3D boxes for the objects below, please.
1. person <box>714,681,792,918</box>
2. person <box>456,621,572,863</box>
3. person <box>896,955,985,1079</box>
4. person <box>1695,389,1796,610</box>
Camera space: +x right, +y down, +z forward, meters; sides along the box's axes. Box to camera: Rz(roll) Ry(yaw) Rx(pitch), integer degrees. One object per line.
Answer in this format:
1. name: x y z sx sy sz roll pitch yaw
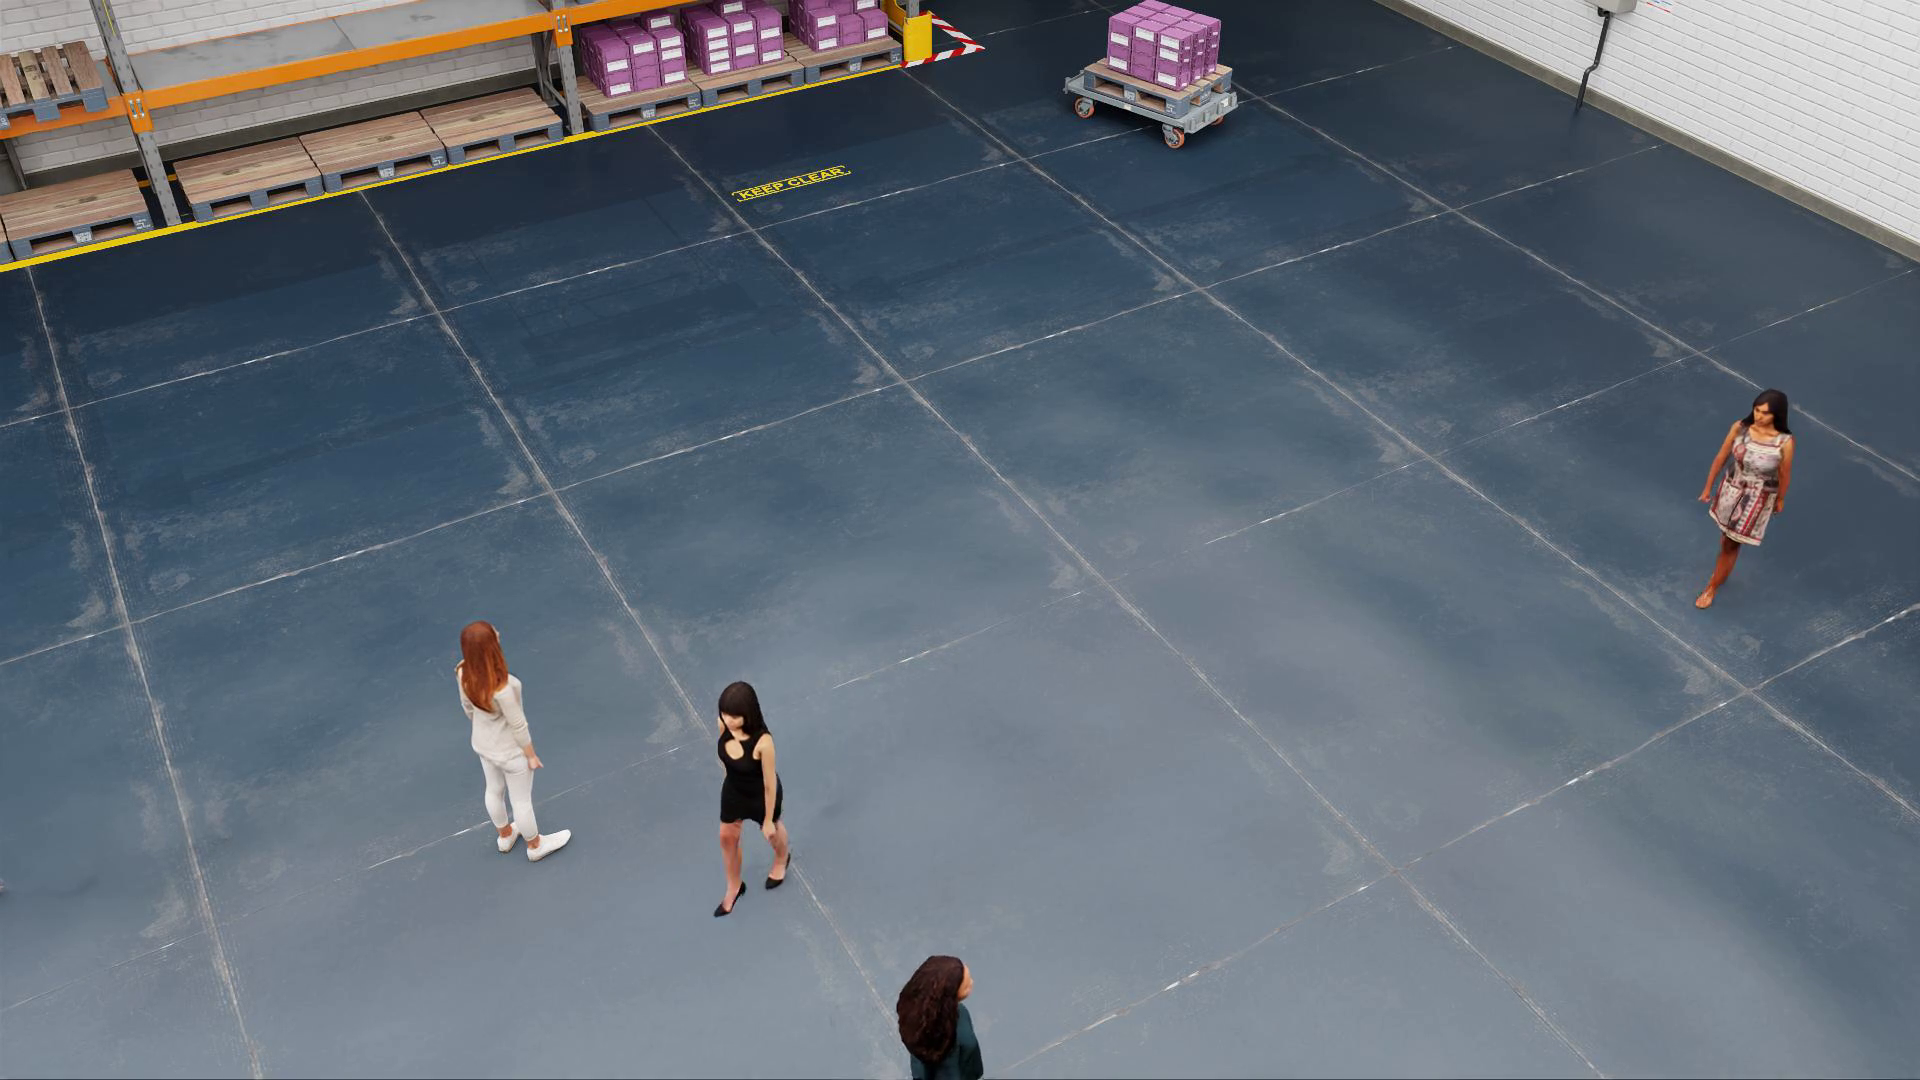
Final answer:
1. person: -1.068 1.326 9.044 0.781 1.628 0.891 23 44 26
2. person: -2.548 1.132 9.218 0.680 1.713 0.695 22 43 25
3. person: -0.166 2.488 7.616 1.079 1.593 0.825 -5 39 -7
4. person: 5.316 -0.343 11.138 0.891 1.622 0.736 -31 48 -33
